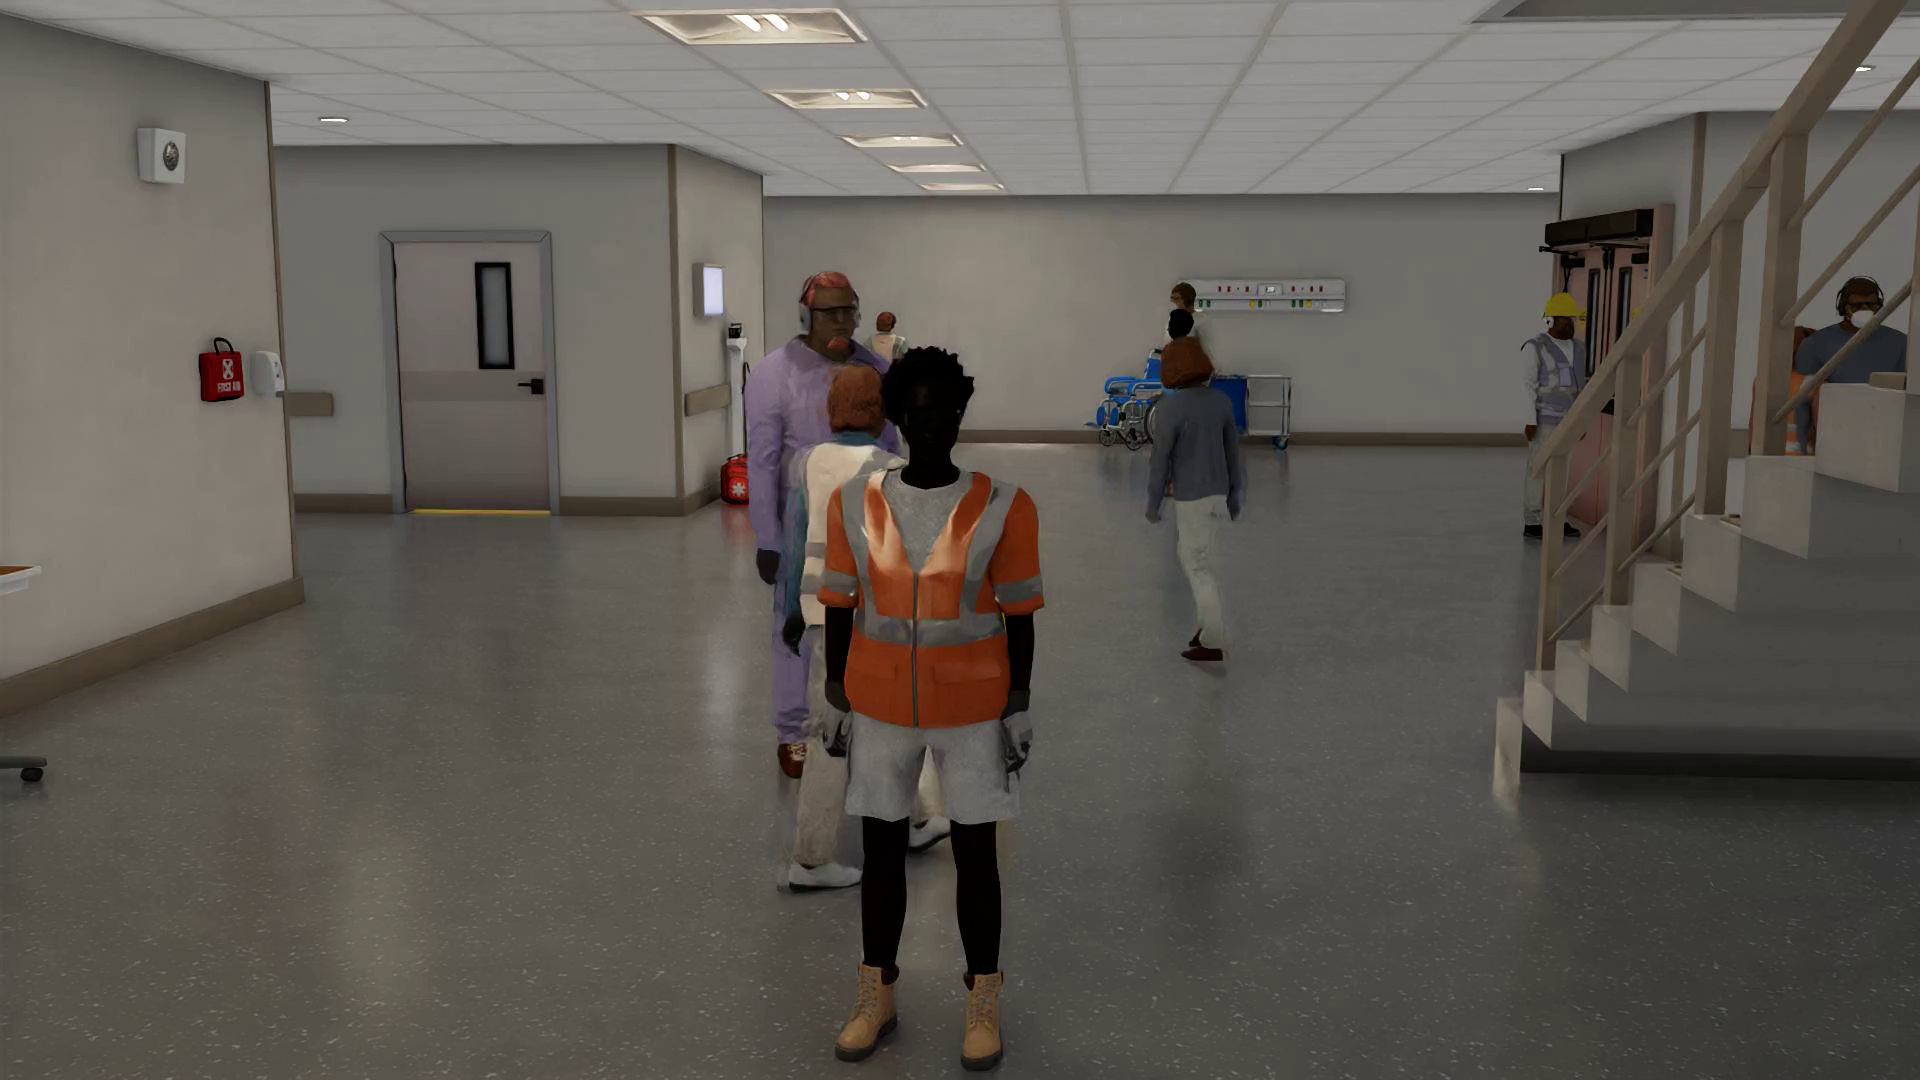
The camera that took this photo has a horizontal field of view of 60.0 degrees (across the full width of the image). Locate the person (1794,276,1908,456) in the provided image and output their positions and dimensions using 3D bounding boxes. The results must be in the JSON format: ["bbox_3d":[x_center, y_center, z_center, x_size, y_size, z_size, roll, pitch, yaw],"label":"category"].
[{"bbox_3d":[5.076,-0.534,9.499,0.636,1.927,0.386,1,8,7],"label":"person"}]

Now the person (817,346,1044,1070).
[{"bbox_3d":[-0.077,0.396,3.921,0.540,1.699,0.316,2,9,11],"label":"person"}]

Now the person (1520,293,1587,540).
[{"bbox_3d":[4.452,-0.921,12.427,0.590,1.833,0.404,-4,9,-27],"label":"person"}]

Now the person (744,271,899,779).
[{"bbox_3d":[-0.487,-0.060,6.327,0.652,1.905,0.401,-5,10,-32],"label":"person"}]

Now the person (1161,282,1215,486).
[{"bbox_3d":[2.090,-1.419,15.457,0.355,1.936,0.636,-6,10,-33],"label":"person"}]

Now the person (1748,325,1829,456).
[{"bbox_3d":[4.818,-0.420,9.675,0.309,1.641,0.514,-4,9,-28],"label":"person"}]

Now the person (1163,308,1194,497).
[{"bbox_3d":[1.988,-1.234,15.027,0.321,1.692,0.530,1,8,8],"label":"person"}]

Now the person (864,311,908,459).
[{"bbox_3d":[-0.815,-1.697,18.357,0.522,1.638,0.311,2,9,11],"label":"person"}]

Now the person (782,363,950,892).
[{"bbox_3d":[-0.246,0.255,5.199,0.805,1.591,0.565,-6,10,-34],"label":"person"}]

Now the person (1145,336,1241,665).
[{"bbox_3d":[1.157,-0.190,8.216,0.491,1.609,0.485,-8,11,-43],"label":"person"}]
